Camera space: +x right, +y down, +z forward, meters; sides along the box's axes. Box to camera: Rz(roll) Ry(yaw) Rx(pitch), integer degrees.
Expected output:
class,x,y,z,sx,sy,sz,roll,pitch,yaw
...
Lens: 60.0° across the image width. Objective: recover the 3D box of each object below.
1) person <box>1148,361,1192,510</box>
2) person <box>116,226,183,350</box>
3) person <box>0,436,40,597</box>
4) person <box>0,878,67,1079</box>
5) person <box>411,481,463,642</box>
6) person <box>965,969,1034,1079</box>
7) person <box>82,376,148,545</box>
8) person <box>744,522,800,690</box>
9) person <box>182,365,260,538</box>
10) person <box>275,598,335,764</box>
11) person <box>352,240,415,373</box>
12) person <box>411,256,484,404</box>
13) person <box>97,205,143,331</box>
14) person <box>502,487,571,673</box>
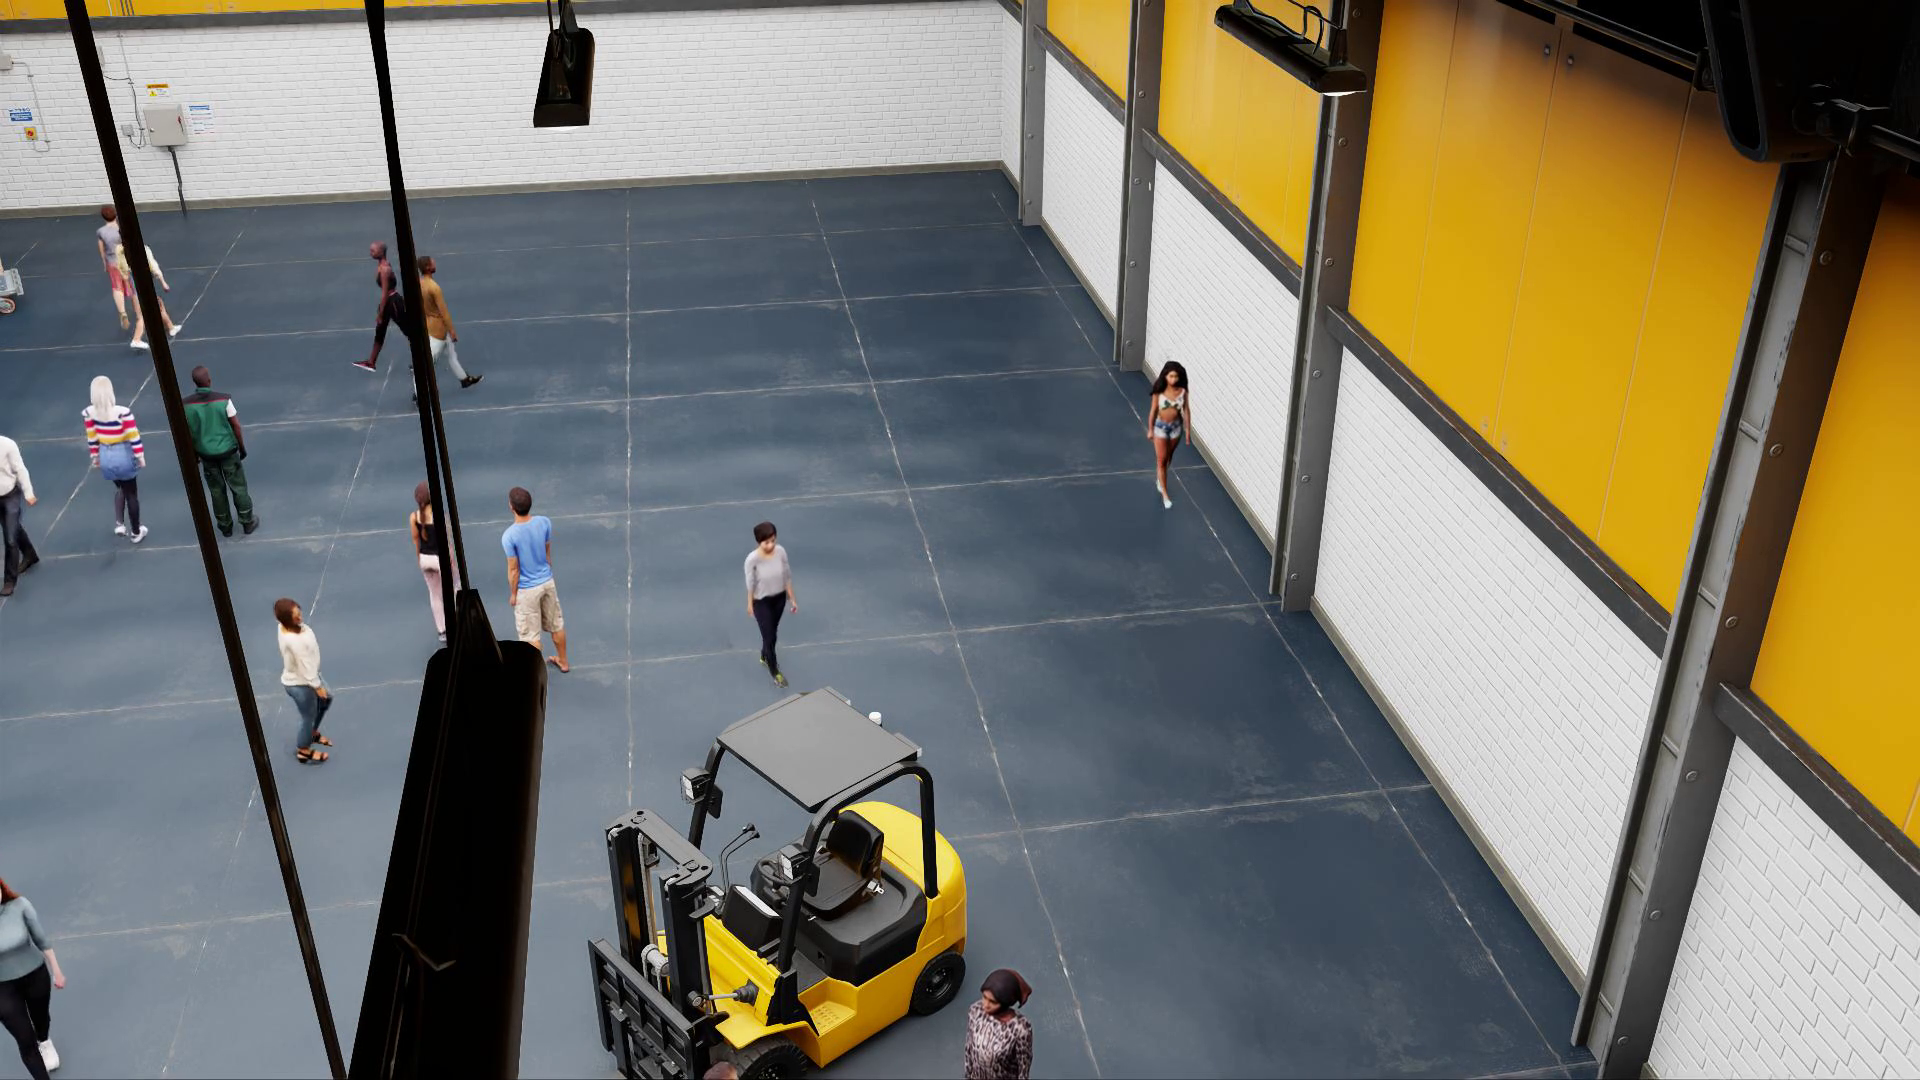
class,x,y,z,sx,sy,sz,roll,pitch,yaw
person,2.197,-1.171,17.667,0.600,1.585,0.992,-3,29,-6
person,-10.585,-3.233,21.453,0.975,1.579,1.227,9,30,15
person,-9.207,-0.434,16.071,0.898,1.821,1.217,2,29,3
person,-5.871,2.728,10.381,0.872,1.717,1.082,-19,34,-31
person,-4.780,0.223,15.148,0.581,1.550,0.735,-1,29,-2
person,0.224,3.157,9.600,0.669,1.713,0.734,19,34,31
person,-8.498,-0.760,16.692,0.733,1.797,0.761,0,29,0
person,-1.724,0.491,14.682,0.779,1.527,0.917,-21,35,-34
person,-7.547,-0.904,16.915,0.704,1.837,0.609,-8,30,-14
person,-5.324,1.123,13.401,0.789,1.643,0.574,-17,33,-28
person,-6.938,-2.881,20.661,0.925,1.720,1.170,-15,32,-25
person,-6.335,-2.469,19.855,1.240,1.768,1.193,24,37,37
person,-11.158,-3.593,22.060,0.706,1.630,1.022,-9,30,-16
person,-3.710,0.395,14.506,0.784,1.863,0.751,23,36,36
